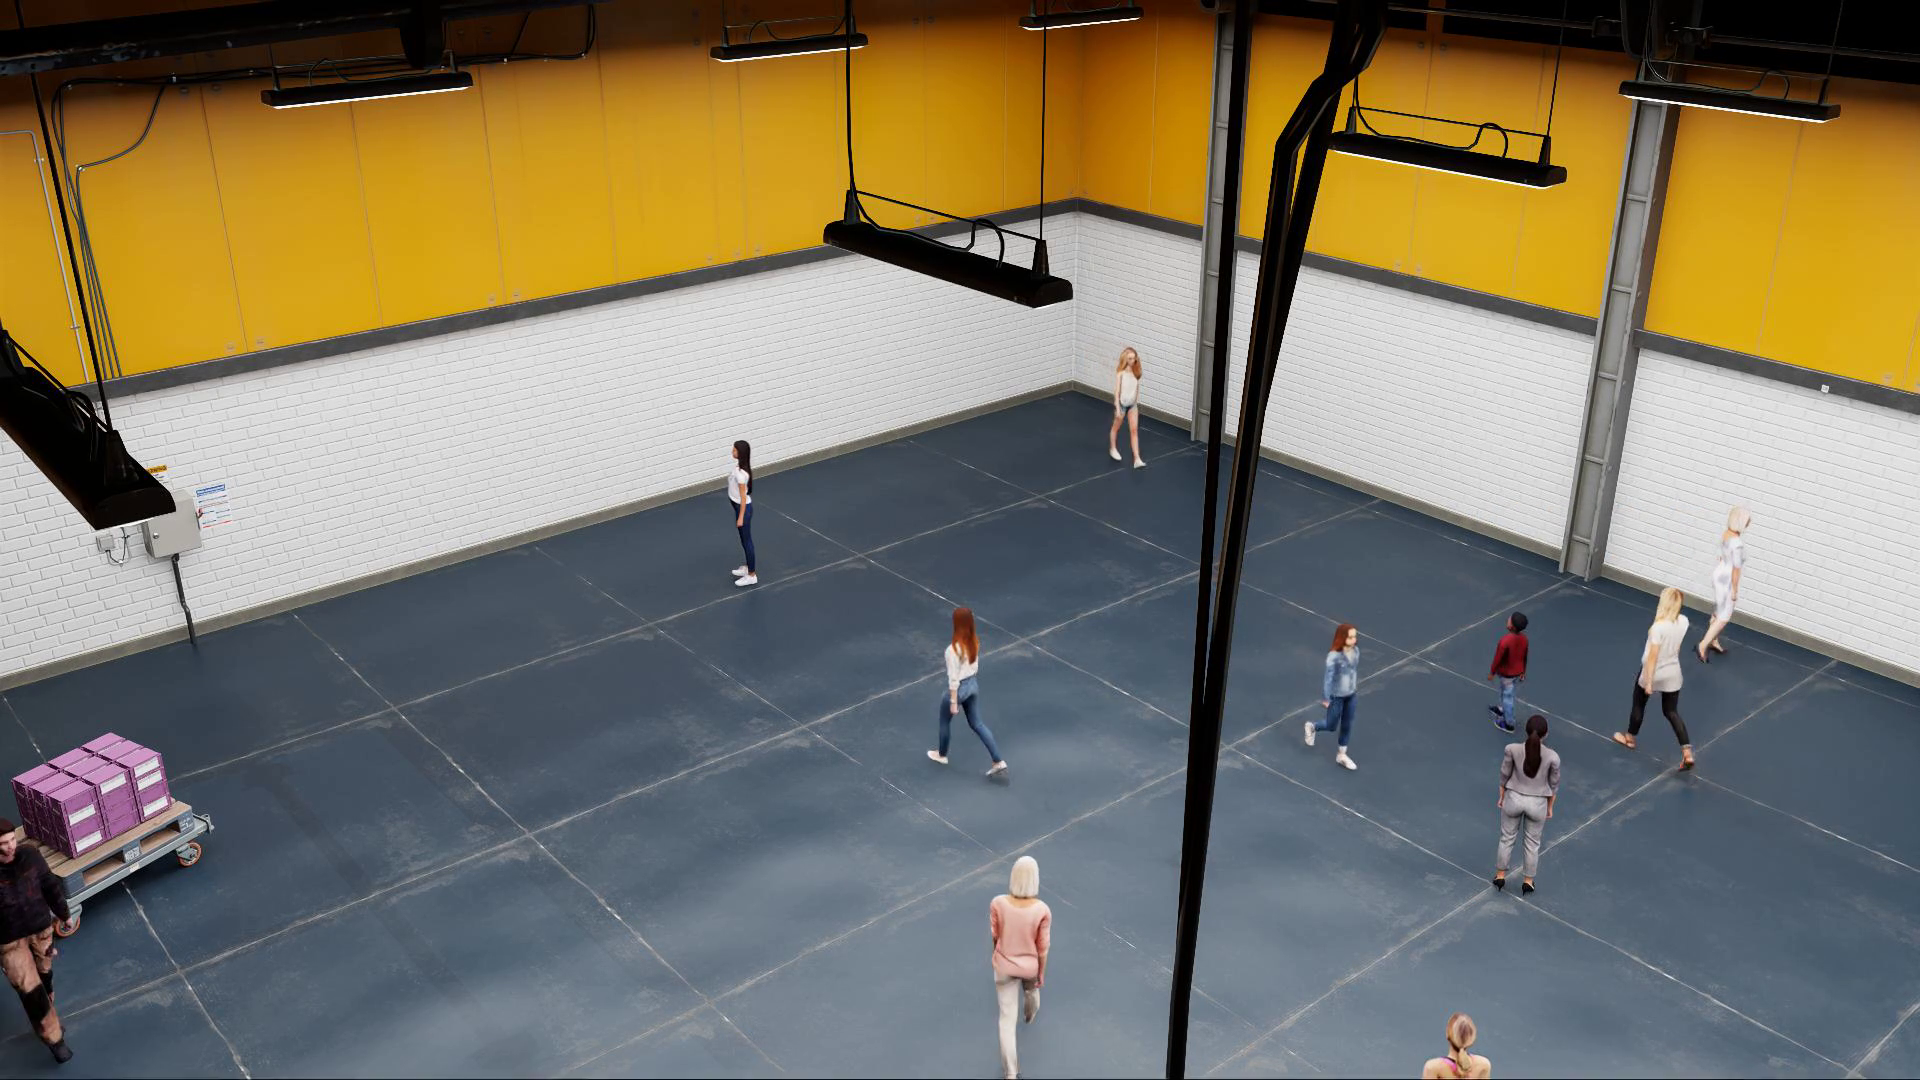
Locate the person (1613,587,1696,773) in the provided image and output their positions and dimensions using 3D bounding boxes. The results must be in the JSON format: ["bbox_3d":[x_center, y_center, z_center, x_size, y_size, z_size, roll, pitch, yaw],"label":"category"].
[{"bbox_3d":[6.676,1.325,15.646,0.877,1.796,1.231,-8,25,-18],"label":"person"}]

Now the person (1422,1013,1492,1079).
[{"bbox_3d":[3.020,3.676,10.278,0.684,1.787,0.693,-3,24,-7],"label":"person"}]

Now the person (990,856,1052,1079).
[{"bbox_3d":[0.396,3.082,11.789,1.108,1.665,1.149,3,24,6],"label":"person"}]

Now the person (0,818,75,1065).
[{"bbox_3d":[-6.844,2.825,12.080,1.050,1.903,0.883,15,28,30],"label":"person"}]

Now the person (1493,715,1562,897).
[{"bbox_3d":[4.686,2.198,13.794,0.681,1.679,0.779,9,25,20],"label":"person"}]

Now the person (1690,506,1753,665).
[{"bbox_3d":[8.113,0.461,17.679,0.826,1.749,0.769,1,24,3],"label":"person"}]

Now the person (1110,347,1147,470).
[{"bbox_3d":[2.239,-1.854,23.025,0.817,1.710,1.213,-10,26,-23],"label":"person"}]

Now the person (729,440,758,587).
[{"bbox_3d":[-2.528,-0.336,19.472,0.728,1.775,0.622,-4,24,-8],"label":"person"}]

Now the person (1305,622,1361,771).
[{"bbox_3d":[3.569,1.442,15.793,0.619,1.464,0.851,-15,28,-31],"label":"person"}]

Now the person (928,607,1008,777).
[{"bbox_3d":[0.103,1.444,15.498,1.155,1.696,0.715,19,30,37],"label":"person"}]

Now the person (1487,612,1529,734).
[{"bbox_3d":[5.457,1.317,16.358,0.545,1.241,0.691,-15,28,-31],"label":"person"}]
